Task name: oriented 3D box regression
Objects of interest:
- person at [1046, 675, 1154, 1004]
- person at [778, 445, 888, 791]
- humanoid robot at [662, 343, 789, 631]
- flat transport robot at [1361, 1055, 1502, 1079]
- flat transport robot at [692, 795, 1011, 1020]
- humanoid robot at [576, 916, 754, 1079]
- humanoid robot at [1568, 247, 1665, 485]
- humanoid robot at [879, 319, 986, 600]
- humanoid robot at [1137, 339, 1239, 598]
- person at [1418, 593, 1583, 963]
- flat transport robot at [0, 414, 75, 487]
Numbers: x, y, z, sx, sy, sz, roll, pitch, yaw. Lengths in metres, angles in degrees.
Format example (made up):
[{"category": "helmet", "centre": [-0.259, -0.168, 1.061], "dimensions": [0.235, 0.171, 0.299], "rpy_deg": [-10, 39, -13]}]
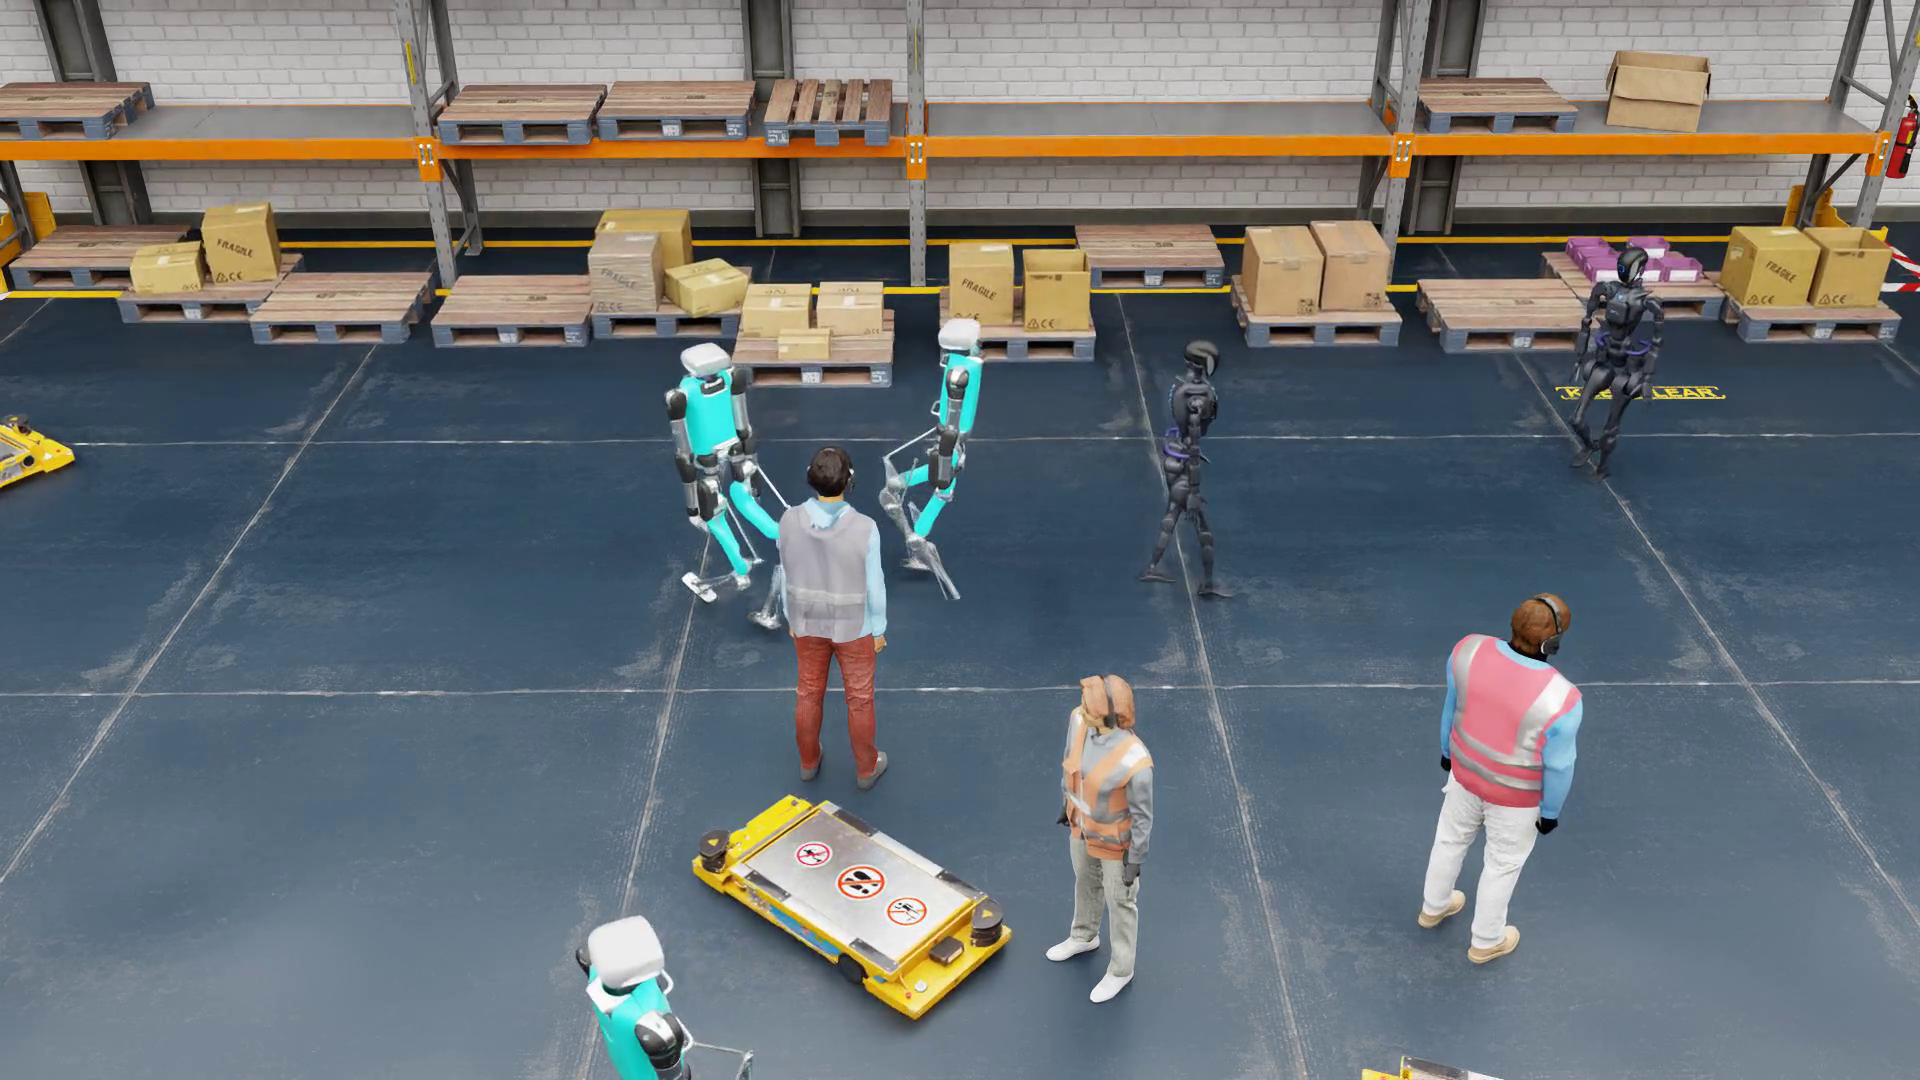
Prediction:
[{"category": "person", "centre": [0.603, 1.242, 7.012], "dimensions": [0.309, 1.636, 0.522], "rpy_deg": [-19, 36, -28]}, {"category": "person", "centre": [-0.625, 0.415, 8.169], "dimensions": [0.535, 1.870, 0.417], "rpy_deg": [8, 32, 13]}, {"category": "humanoid robot", "centre": [-1.247, -0.231, 9.358], "dimensions": [1.004, 1.726, 0.542], "rpy_deg": [26, 40, 36]}, {"category": "flat transport robot", "centre": [2.234, 2.429, 6.368], "dimensions": [1.431, 0.231, 0.659], "rpy_deg": [10, 32, 16]}, {"category": "flat transport robot", "centre": [-0.520, 1.633, 7.692], "dimensions": [1.431, 0.231, 0.659], "rpy_deg": [24, 38, 34]}, {"category": "humanoid robot", "centre": [-0.870, 1.960, 5.821], "dimensions": [0.752, 1.874, 0.558], "rpy_deg": [-22, 37, -32]}, {"category": "humanoid robot", "centre": [4.326, -1.137, 10.942], "dimensions": [0.357, 1.648, 0.612], "rpy_deg": [-24, 38, -34]}, {"category": "humanoid robot", "centre": [-0.230, -0.458, 9.769], "dimensions": [0.810, 1.803, 0.539], "rpy_deg": [5, 31, 9]}, {"category": "humanoid robot", "centre": [1.394, -0.433, 9.778], "dimensions": [0.632, 1.641, 0.608], "rpy_deg": [2, 31, 4]}, {"category": "person", "centre": [2.343, 1.021, 7.199], "dimensions": [0.431, 1.836, 0.629], "rpy_deg": [-23, 38, -33]}, {"category": "flat transport robot", "centre": [-6.789, -0.418, 11.107], "dimensions": [0.659, 0.231, 1.431], "rpy_deg": [20, 36, 30]}]
